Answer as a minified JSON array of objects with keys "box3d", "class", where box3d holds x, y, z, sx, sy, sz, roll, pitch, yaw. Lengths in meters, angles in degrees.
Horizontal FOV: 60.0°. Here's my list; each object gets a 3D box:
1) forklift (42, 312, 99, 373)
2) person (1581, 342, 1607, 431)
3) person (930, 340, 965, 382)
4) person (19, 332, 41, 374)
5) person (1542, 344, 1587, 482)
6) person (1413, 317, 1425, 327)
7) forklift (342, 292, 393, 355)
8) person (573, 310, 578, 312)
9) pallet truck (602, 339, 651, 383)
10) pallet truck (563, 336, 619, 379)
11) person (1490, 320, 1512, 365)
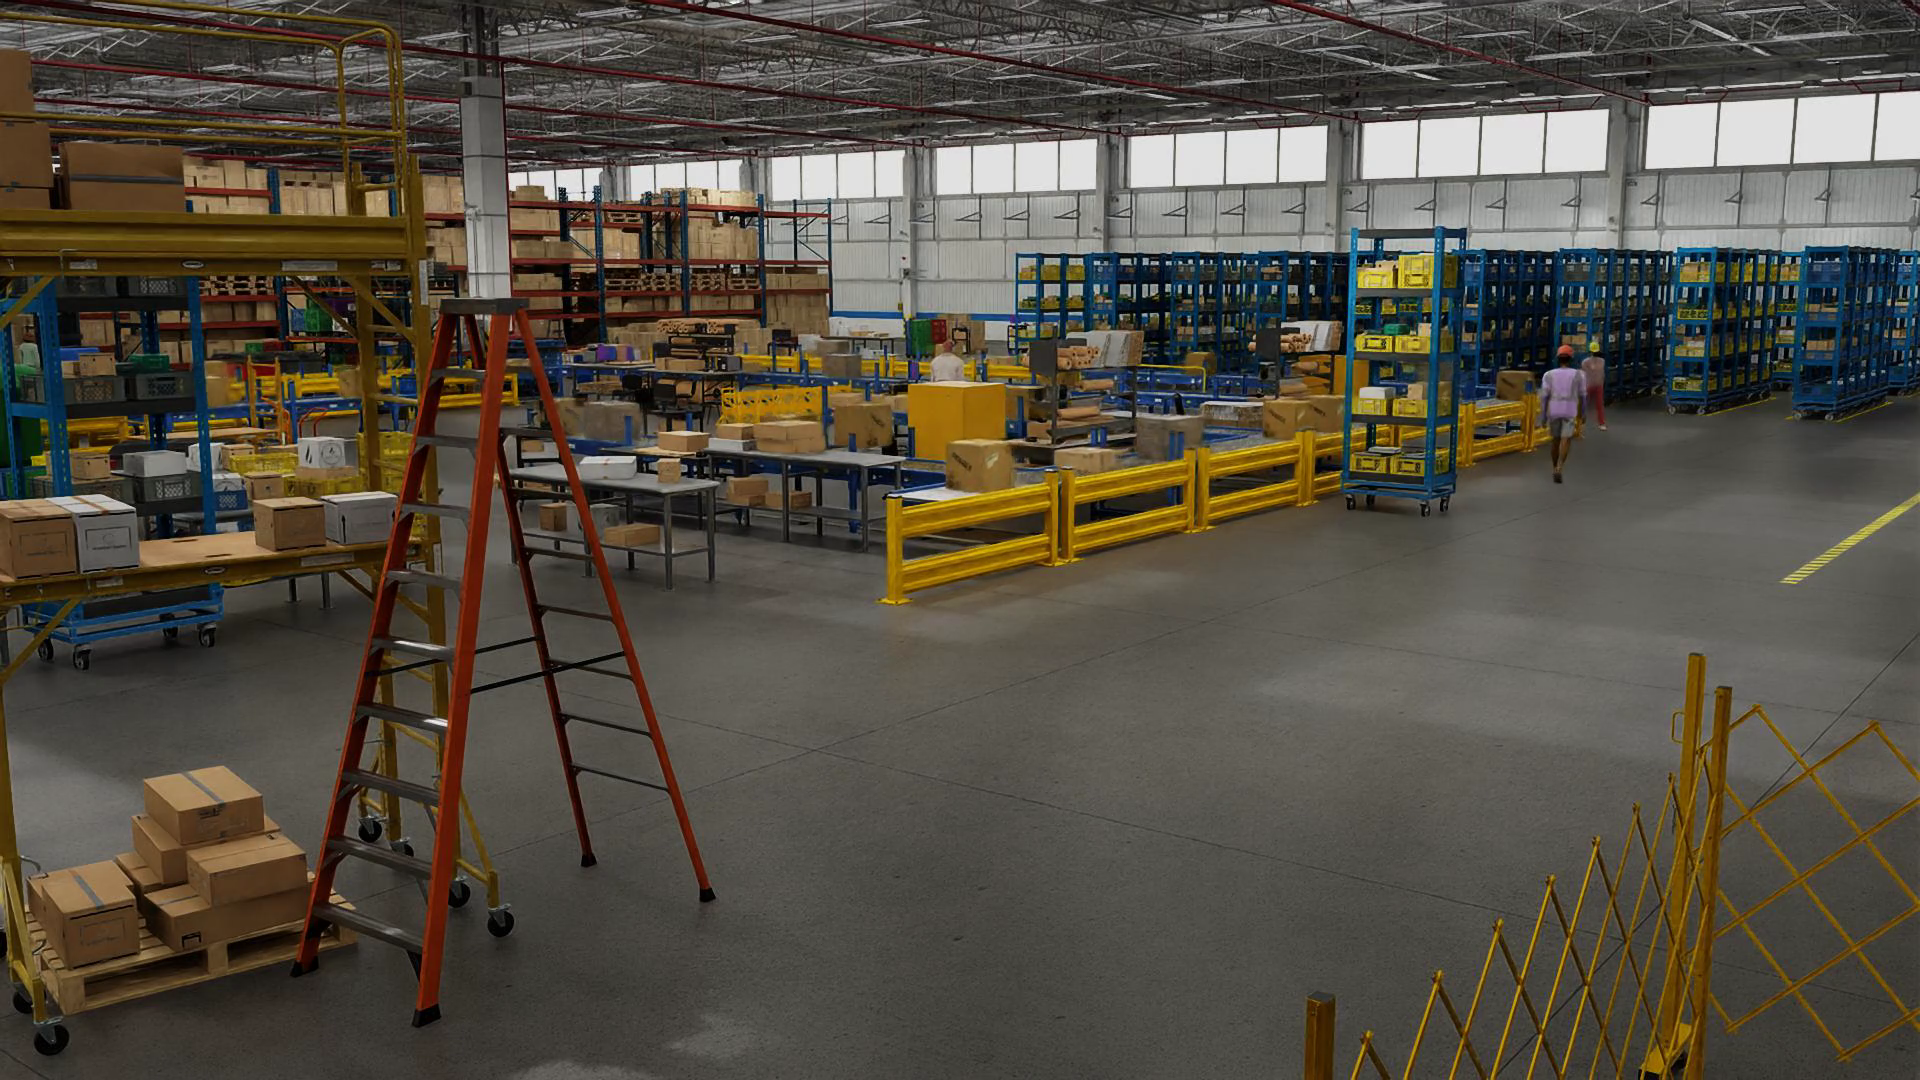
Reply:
[{"box3d":[-23.779,-5.451,44.052,1.873,2.768,1.129,7,11,36],"class":"forklift"},{"box3d":[12.323,-3.010,32.453,0.534,1.710,0.923,-2,9,-11],"class":"person"},{"box3d":[-0.200,-2.506,28.752,0.644,1.896,0.401,4,10,25],"class":"person"},{"box3d":[-22.315,-4.171,39.939,0.497,1.634,0.278,2,9,11],"class":"person"},{"box3d":[8.799,-1.849,24.303,0.608,2.016,0.893,5,10,30],"class":"person"},{"box3d":[12.996,-5.530,47.477,1.029,1.955,0.602,4,10,22],"class":"person"},{"box3d":[-16.485,-5.622,45.120,1.129,2.768,1.873,7,11,37],"class":"forklift"},{"box3d":[-16.735,-9.525,72.880,0.603,1.792,0.911,5,11,30],"class":"person"},{"box3d":[-8.991,-4.871,45.351,0.653,1.274,1.630,7,11,37],"class":"pallet truck"},{"box3d":[-10.690,-5.294,48.215,1.601,1.201,0.680,-5,10,-26],"class":"pallet truck"},{"box3d":[14.432,-4.946,44.267,0.628,1.798,0.626,7,11,35],"class":"person"}]
